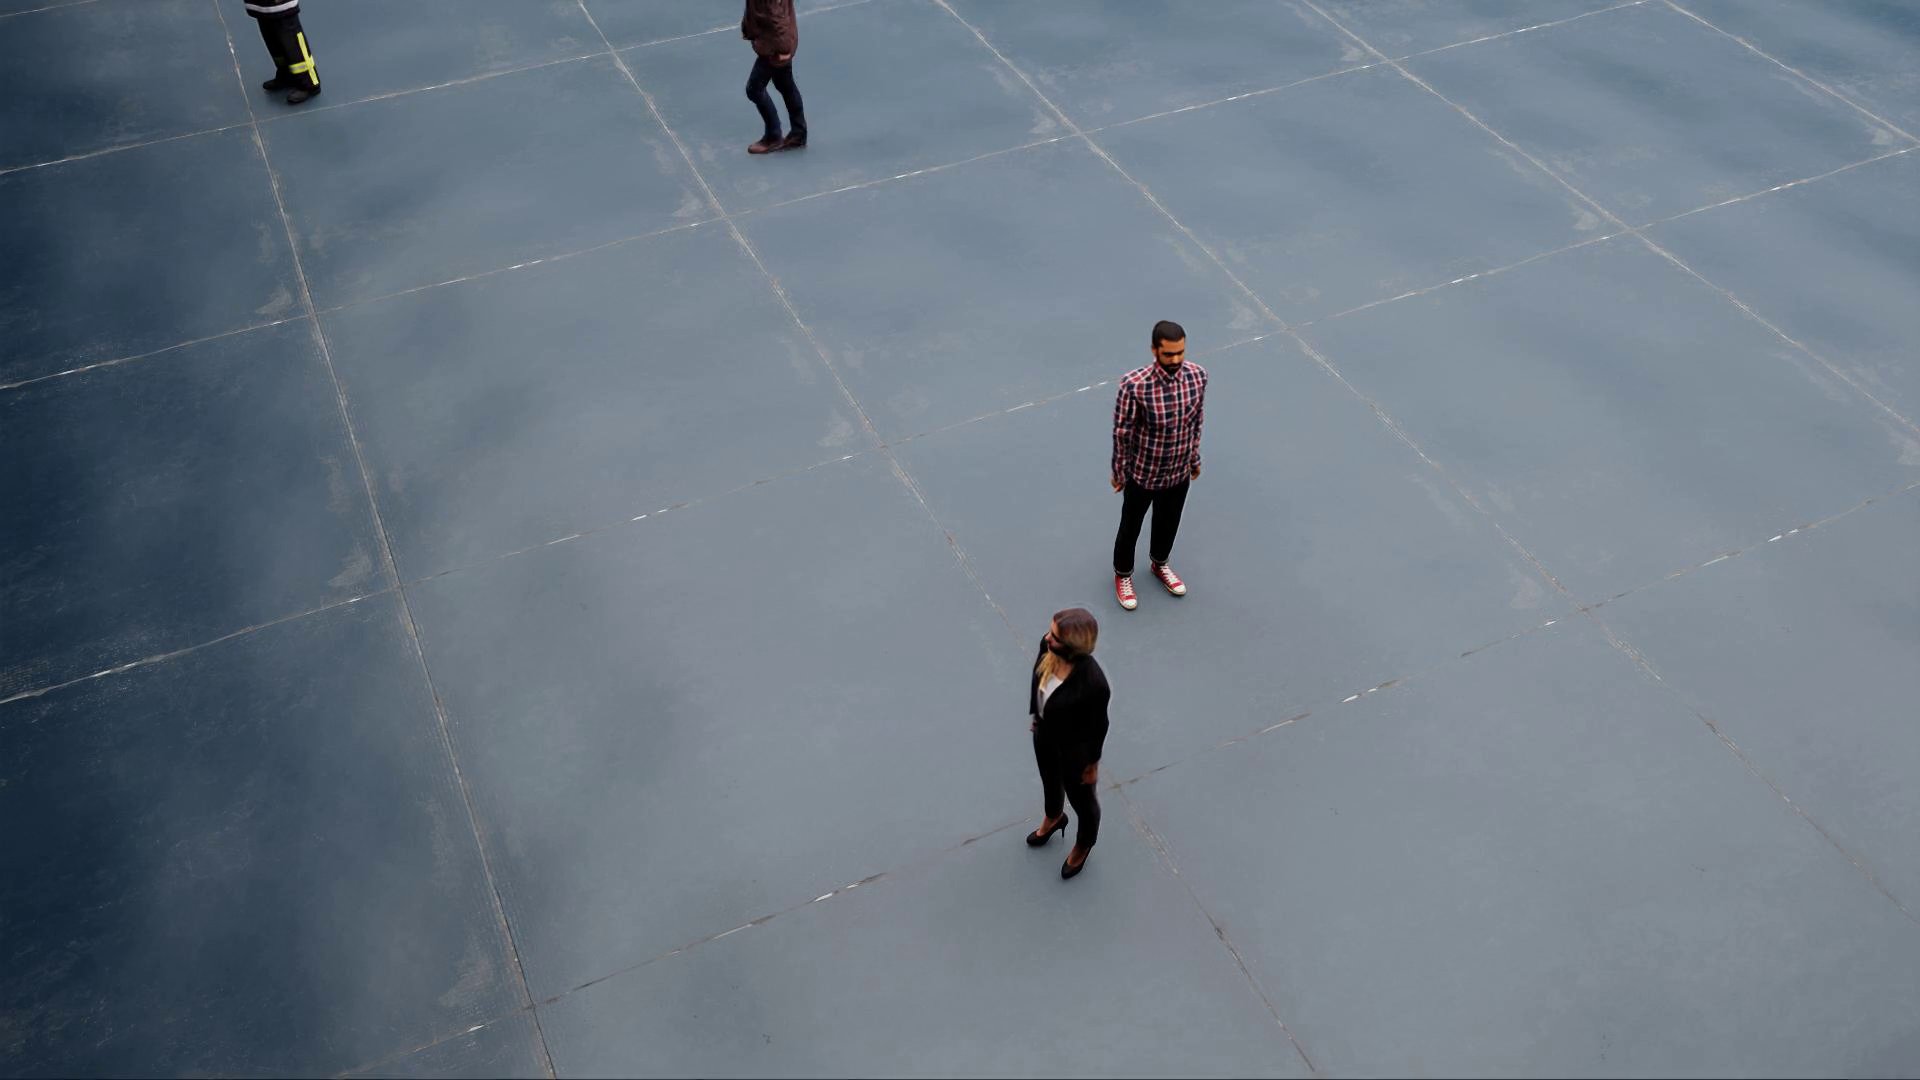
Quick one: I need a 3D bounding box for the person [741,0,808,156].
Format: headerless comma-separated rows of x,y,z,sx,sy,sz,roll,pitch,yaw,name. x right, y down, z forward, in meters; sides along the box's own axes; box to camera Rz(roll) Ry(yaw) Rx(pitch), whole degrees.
-1.321,-3.799,12.583,0.878,1.825,0.742,-9,43,-10,person

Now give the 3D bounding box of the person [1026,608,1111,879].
0.494,0.911,7.511,0.700,1.670,0.536,-26,48,-26,person

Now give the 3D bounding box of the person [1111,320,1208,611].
1.055,-0.414,8.903,0.691,1.761,0.607,-15,44,-16,person

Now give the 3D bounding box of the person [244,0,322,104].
-5.524,-4.478,13.213,0.747,1.983,0.917,32,51,30,person
